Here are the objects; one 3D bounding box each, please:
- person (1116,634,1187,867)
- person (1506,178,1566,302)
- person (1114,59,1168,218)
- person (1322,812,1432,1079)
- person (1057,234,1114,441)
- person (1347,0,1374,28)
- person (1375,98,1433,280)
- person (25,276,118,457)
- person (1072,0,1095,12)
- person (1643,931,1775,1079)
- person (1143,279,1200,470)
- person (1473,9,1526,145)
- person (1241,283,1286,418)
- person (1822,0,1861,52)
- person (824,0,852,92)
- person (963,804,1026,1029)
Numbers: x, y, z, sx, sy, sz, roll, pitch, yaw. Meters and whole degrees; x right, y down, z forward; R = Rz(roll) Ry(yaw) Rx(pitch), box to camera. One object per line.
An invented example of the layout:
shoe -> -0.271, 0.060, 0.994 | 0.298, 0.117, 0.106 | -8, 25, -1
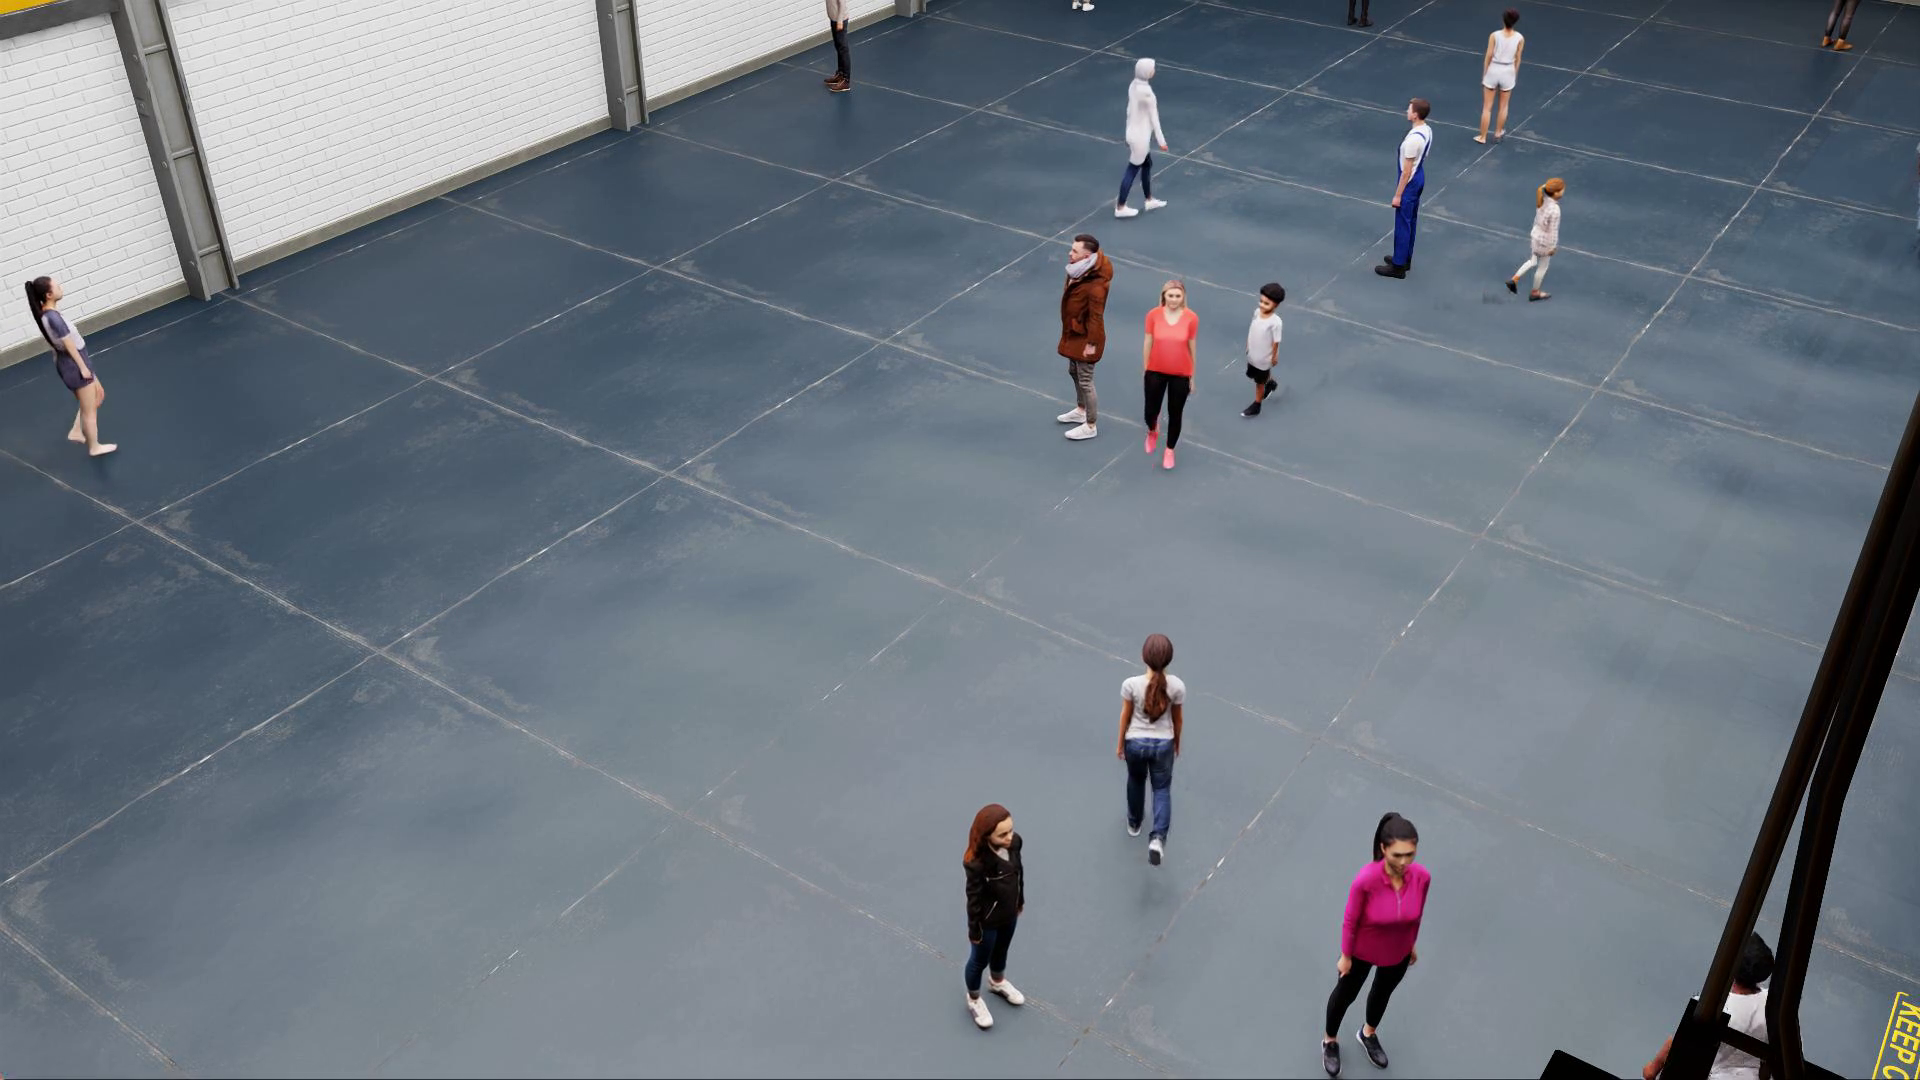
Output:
person -> 1.135, 1.256, 9.889 | 0.818, 1.547, 0.984 | 2, 34, 3
person -> 5.710, -2.965, 16.464 | 0.820, 1.298, 0.755 | -6, 34, -10
person -> 1.870, -4.342, 18.125 | 0.988, 1.752, 0.907 | -8, 34, -12
person -> 2.138, 2.074, 8.521 | 0.684, 1.698, 0.745 | -6, 34, -9
person -> 1.064, -1.735, 14.128 | 0.886, 1.836, 0.836 | -9, 35, -13
person -> 5.896, -8.403, 24.188 | 0.652, 1.804, 0.624 | 27, 42, 34
person -> 4.569, -3.588, 16.901 | 0.684, 1.851, 0.498 | 20, 38, 27
person -> -7.440, -1.402, 13.806 | 0.715, 1.638, 0.691 | -22, 39, -29
person -> 1.841, -8.695, 24.976 | 0.508, 1.418, 0.457 | 21, 39, 28
person -> 3.551, 2.577, 7.754 | 0.924, 1.711, 0.991 | -5, 34, -7
person -> 1.738, -1.408, 13.772 | 0.737, 1.684, 0.800 | 4, 34, 6
person -> 6.547, -5.614, 20.175 | 0.699, 1.602, 0.803 | 5, 34, 8
person -> 2.697, -1.692, 14.591 | 0.749, 1.251, 0.626 | -21, 39, -28
person -> 12.478, -7.761, 23.300 | 0.711, 1.717, 0.705 | -15, 37, -21
person -> -1.594, -6.851, 21.796 | 0.779, 1.866, 0.745 | -9, 35, -13
person -> 0.173, 1.965, 8.882 | 0.629, 1.481, 0.480 | 27, 42, 34
